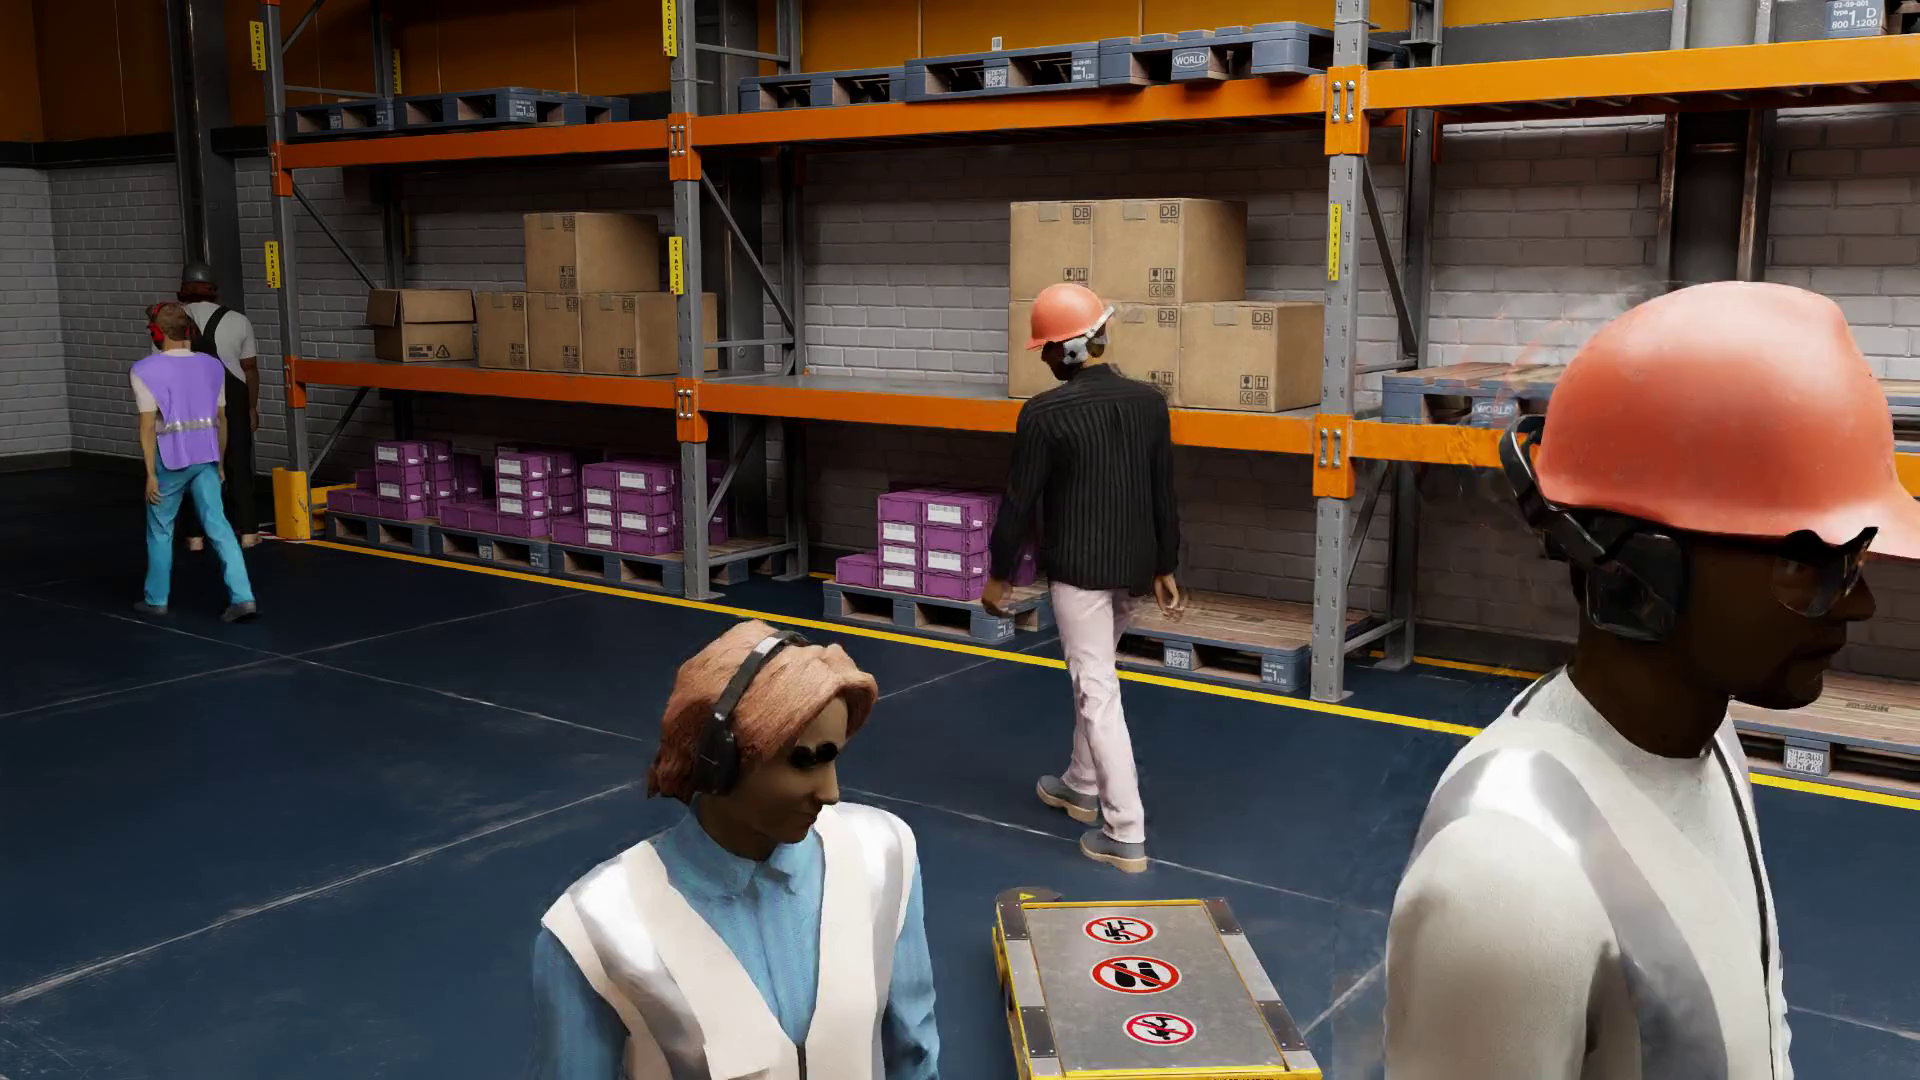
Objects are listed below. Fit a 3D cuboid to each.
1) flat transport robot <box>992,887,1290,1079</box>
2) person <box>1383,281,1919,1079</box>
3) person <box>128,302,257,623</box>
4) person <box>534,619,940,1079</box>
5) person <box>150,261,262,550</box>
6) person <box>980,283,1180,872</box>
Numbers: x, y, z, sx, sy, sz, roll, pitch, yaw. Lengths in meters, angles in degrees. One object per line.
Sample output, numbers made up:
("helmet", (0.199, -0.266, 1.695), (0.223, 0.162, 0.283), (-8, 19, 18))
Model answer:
("flat transport robot", (0.457, 1.203, 4.132), (0.652, 0.197, 1.431), (-1, 10, -3))
("person", (0.679, 0.792, 1.459), (1.003, 1.999, 0.614), (5, 11, 29))
("person", (-4.323, -0.428, 9.309), (0.952, 1.804, 0.581), (6, 11, 32))
("person", (-0.287, 0.876, 2.063), (0.527, 1.617, 0.606), (-6, 11, -32))
("person", (-5.286, -0.952, 11.707), (0.676, 2.000, 0.536), (-4, 10, -22))
("person", (0.403, 0.102, 5.724), (0.632, 1.935, 0.909), (-7, 12, -37))
